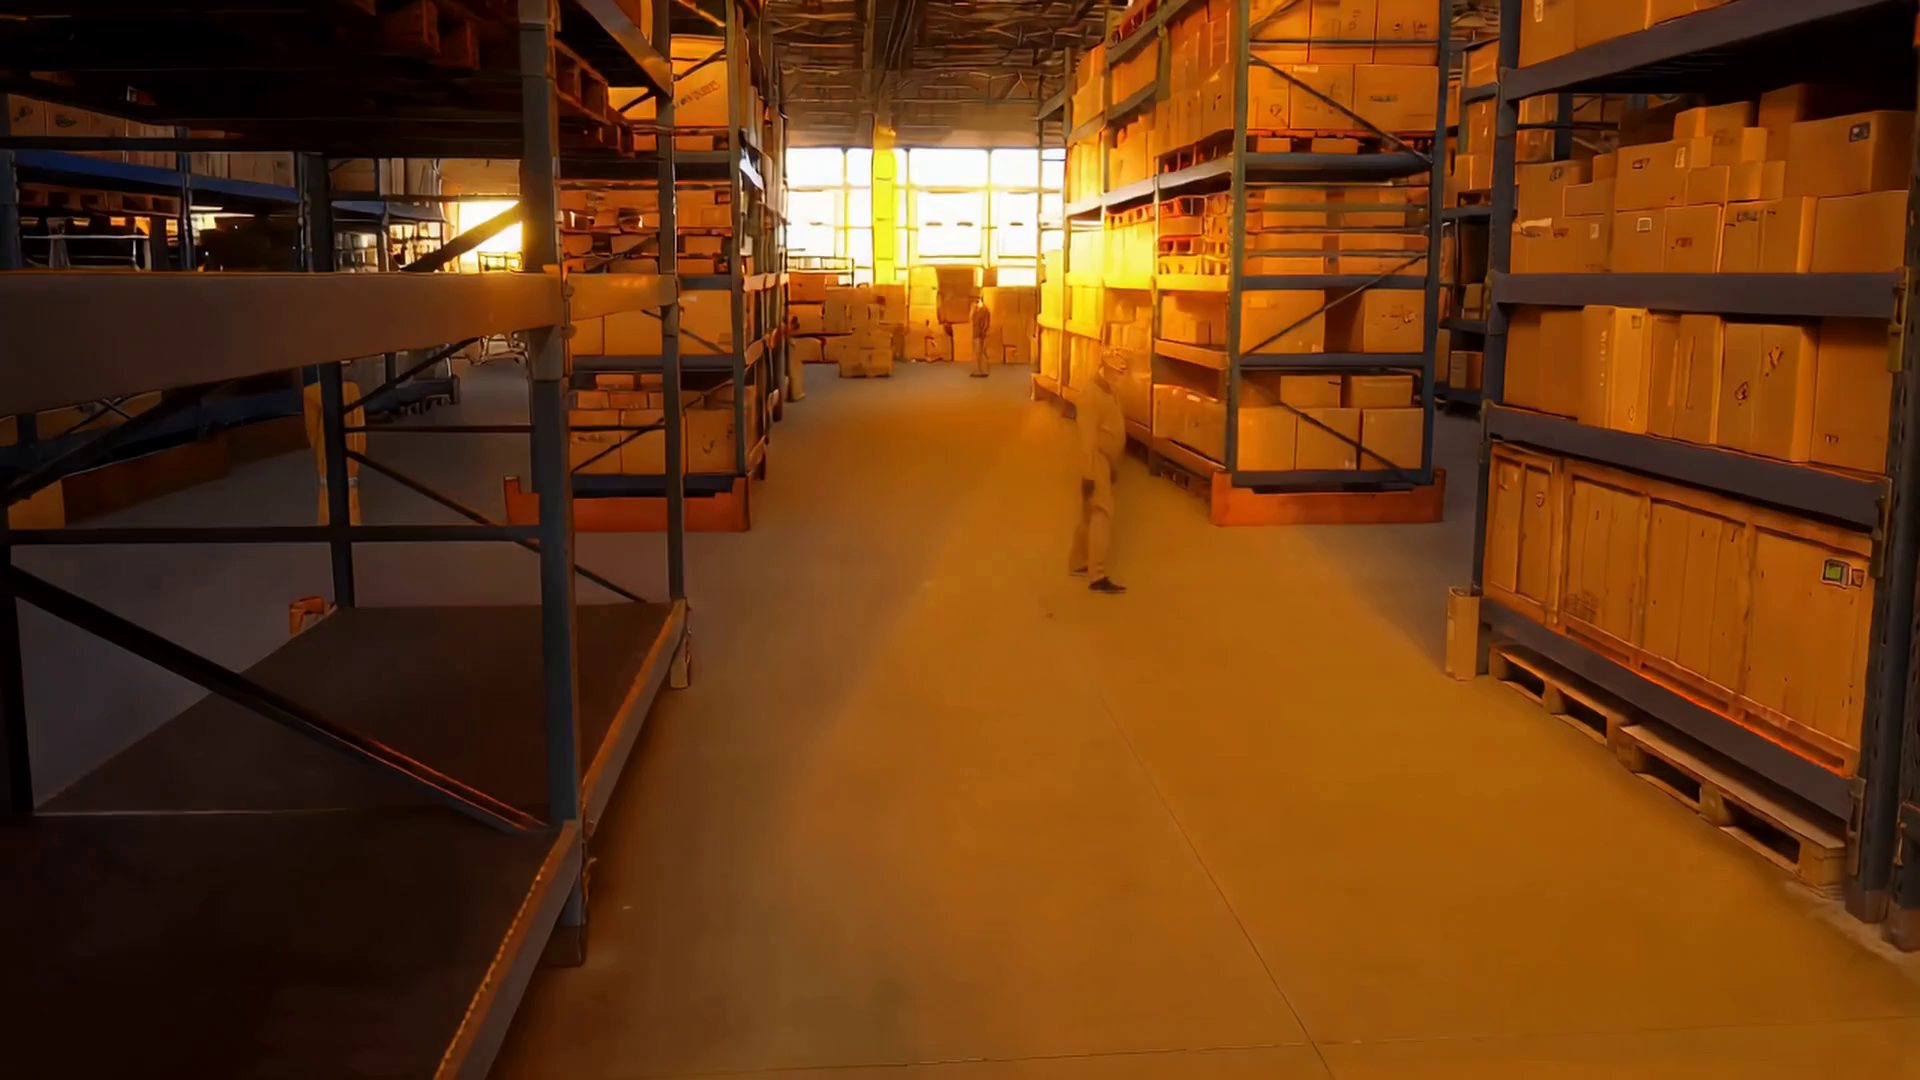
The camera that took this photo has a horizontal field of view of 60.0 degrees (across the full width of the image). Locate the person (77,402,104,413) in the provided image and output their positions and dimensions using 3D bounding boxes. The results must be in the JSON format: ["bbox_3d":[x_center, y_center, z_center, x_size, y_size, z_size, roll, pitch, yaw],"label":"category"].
[{"bbox_3d":[-15.309,-3.196,29.146,0.373,1.941,0.627,8,12,40],"label":"person"}]

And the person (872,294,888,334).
[{"bbox_3d":[-2.460,-6.606,50.902,0.443,1.825,0.654,4,10,25],"label":"person"}]

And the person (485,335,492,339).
[{"bbox_3d":[-17.881,-8.471,62.384,0.631,1.901,0.667,-3,9,-17],"label":"person"}]

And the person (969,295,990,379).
[{"bbox_3d":[0.465,-4.724,38.740,0.368,1.940,0.632,-5,10,-28],"label":"person"}]

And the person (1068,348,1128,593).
[{"bbox_3d":[1.074,-0.550,12.838,0.559,1.858,0.804,2,9,12],"label":"person"}]

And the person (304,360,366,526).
[{"bbox_3d":[-5.668,-0.878,15.133,0.528,1.768,0.313,-1,9,-7],"label":"person"}]
